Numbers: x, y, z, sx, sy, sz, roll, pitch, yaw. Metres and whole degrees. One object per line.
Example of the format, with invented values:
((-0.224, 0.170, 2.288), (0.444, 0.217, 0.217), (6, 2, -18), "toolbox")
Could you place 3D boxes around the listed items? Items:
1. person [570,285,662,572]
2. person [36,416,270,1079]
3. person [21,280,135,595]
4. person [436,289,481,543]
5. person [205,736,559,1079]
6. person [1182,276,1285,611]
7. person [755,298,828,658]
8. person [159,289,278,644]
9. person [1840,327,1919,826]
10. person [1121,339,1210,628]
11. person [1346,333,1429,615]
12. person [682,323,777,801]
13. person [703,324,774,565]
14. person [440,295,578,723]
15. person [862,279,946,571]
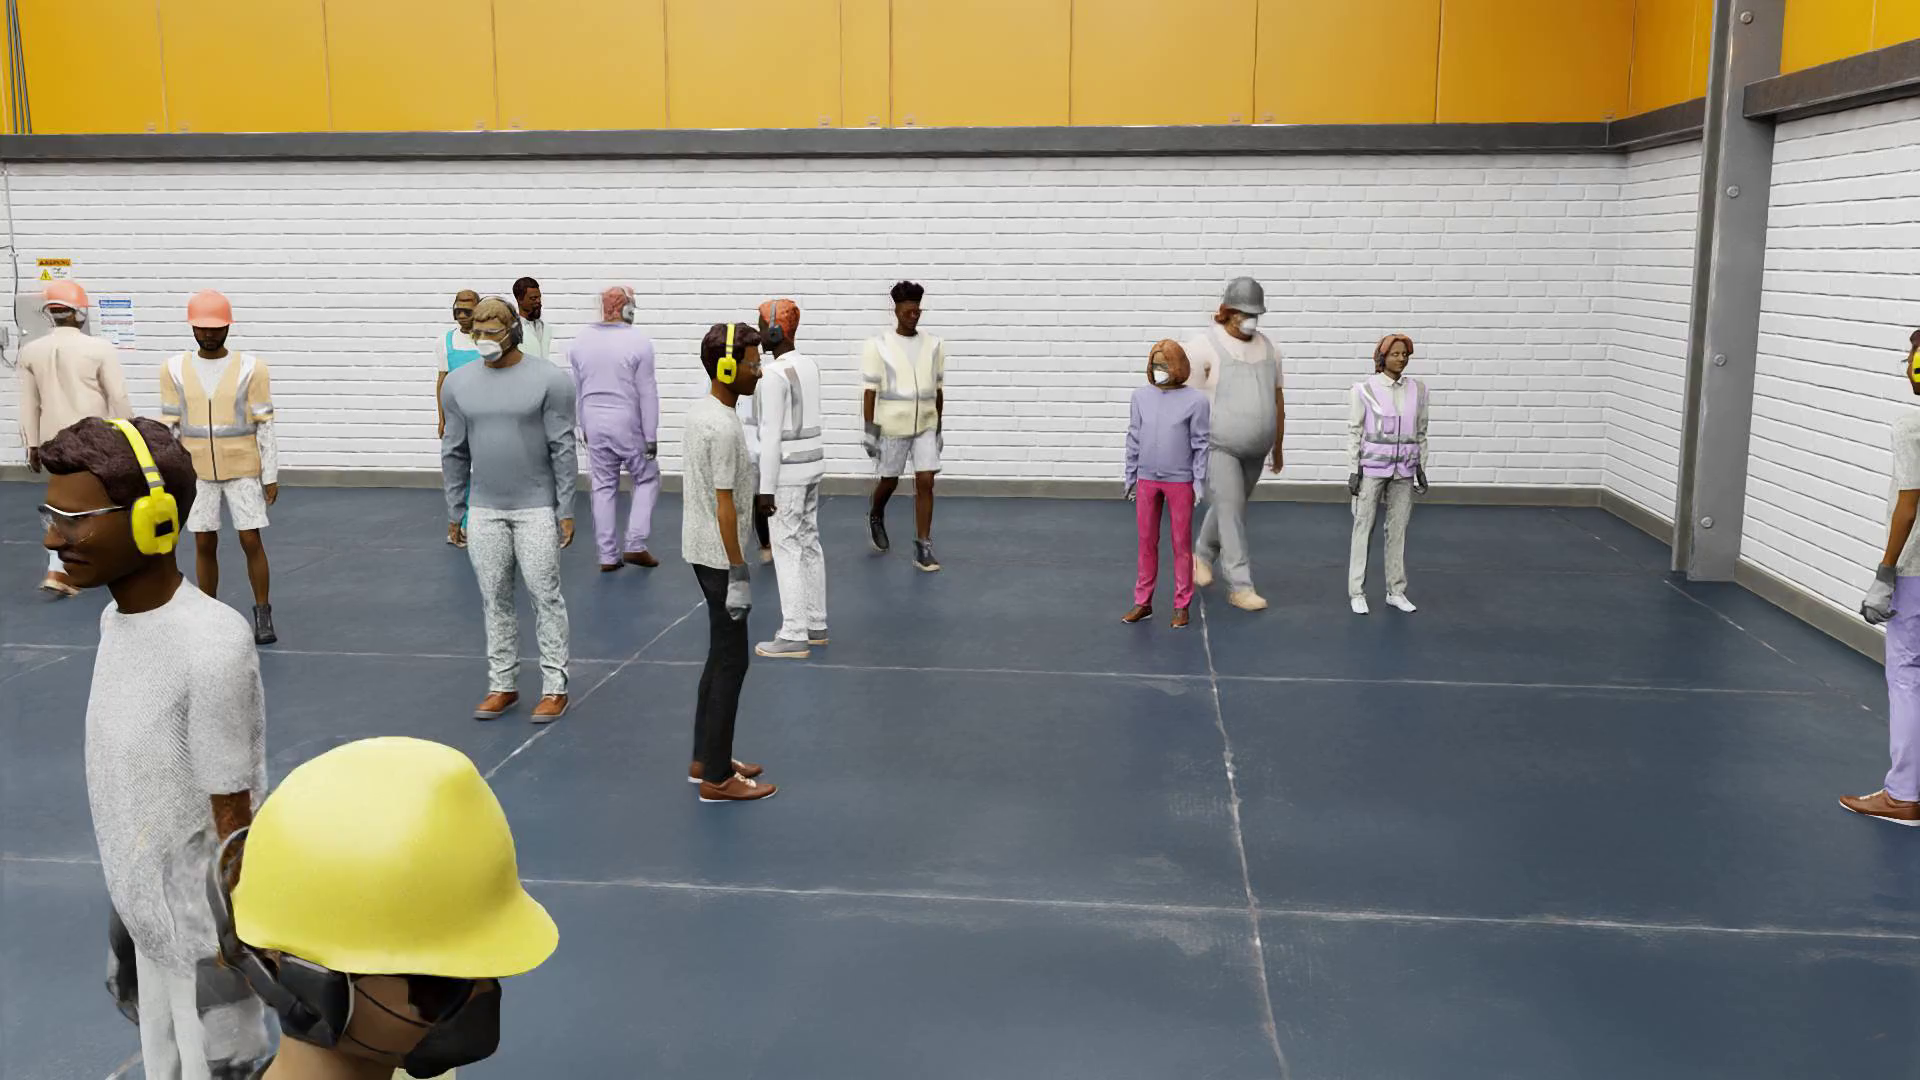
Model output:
((-2.259, -0.716, 10.964), (0.684, 1.898, 0.404), (3, 10, 18), "person")
((-1.343, 0.710, 2.873), (0.322, 1.862, 0.513), (-9, 14, -43), "person")
((-5.541, -0.649, 10.418), (0.614, 1.949, 1.029), (2, 10, 9), "person")
((-3.527, -0.887, 12.055), (0.520, 1.843, 0.331), (-1, 10, -3), "person")
((-0.653, 1.008, 1.510), (0.649, 1.734, 0.564), (0, 10, 1), "person")
((1.653, -0.660, 10.189), (0.683, 2.000, 1.040), (-5, 11, -25), "person")
((-0.896, -0.324, 8.751), (0.347, 1.877, 0.573), (3, 10, 16), "person")
((-3.947, -0.369, 8.885), (0.559, 1.925, 0.420), (-2, 10, -10), "person")
((3.580, 0.128, 6.181), (0.534, 1.865, 0.311), (-4, 11, -22), "person")
((1.161, -0.321, 9.413), (0.499, 1.633, 0.281), (6, 11, 29), "person")
((2.502, -0.386, 9.757), (0.515, 1.645, 0.309), (-2, 10, -13), "person")
((-0.903, 0.092, 6.433), (0.333, 1.854, 0.525), (-3, 10, -18), "person")
((-1.434, -0.587, 10.909), (0.539, 1.643, 0.892), (2, 10, 9), "person")
((-2.032, -0.133, 7.518), (0.636, 1.928, 0.386), (1, 10, 7), "person")
((-0.392, -0.795, 11.271), (0.609, 1.938, 0.890), (-4, 11, -22), "person")
